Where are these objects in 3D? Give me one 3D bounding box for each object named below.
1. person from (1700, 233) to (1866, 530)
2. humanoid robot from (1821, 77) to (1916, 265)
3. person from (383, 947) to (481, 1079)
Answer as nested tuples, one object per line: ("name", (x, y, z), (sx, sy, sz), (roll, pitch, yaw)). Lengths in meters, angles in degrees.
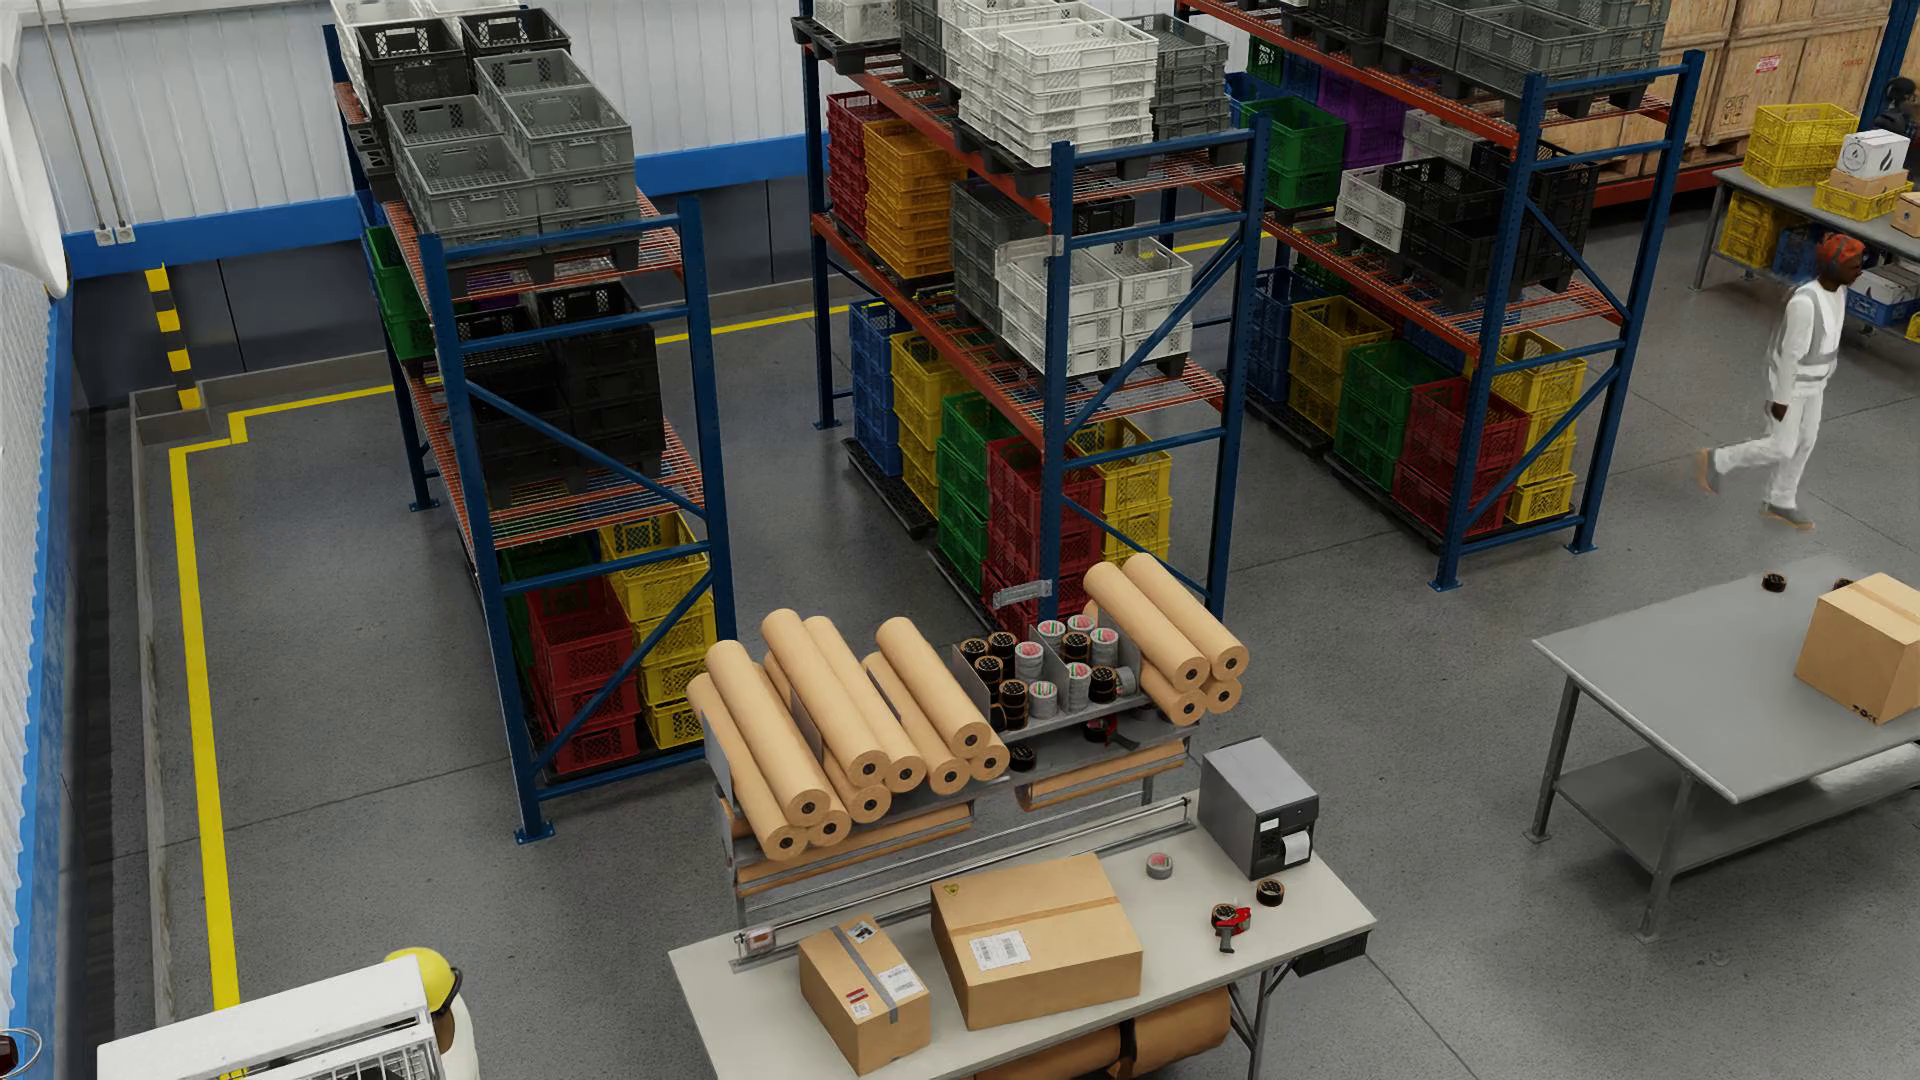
("person", (5.007, -0.964, 10.013), (0.585, 1.861, 0.648), (-23, 38, -32))
("humanoid robot", (7.391, -2.894, 13.346), (0.578, 1.639, 0.650), (-16, 35, -25))
("person", (-1.616, 1.969, 5.343), (0.313, 1.769, 0.524), (-10, 33, -15))
